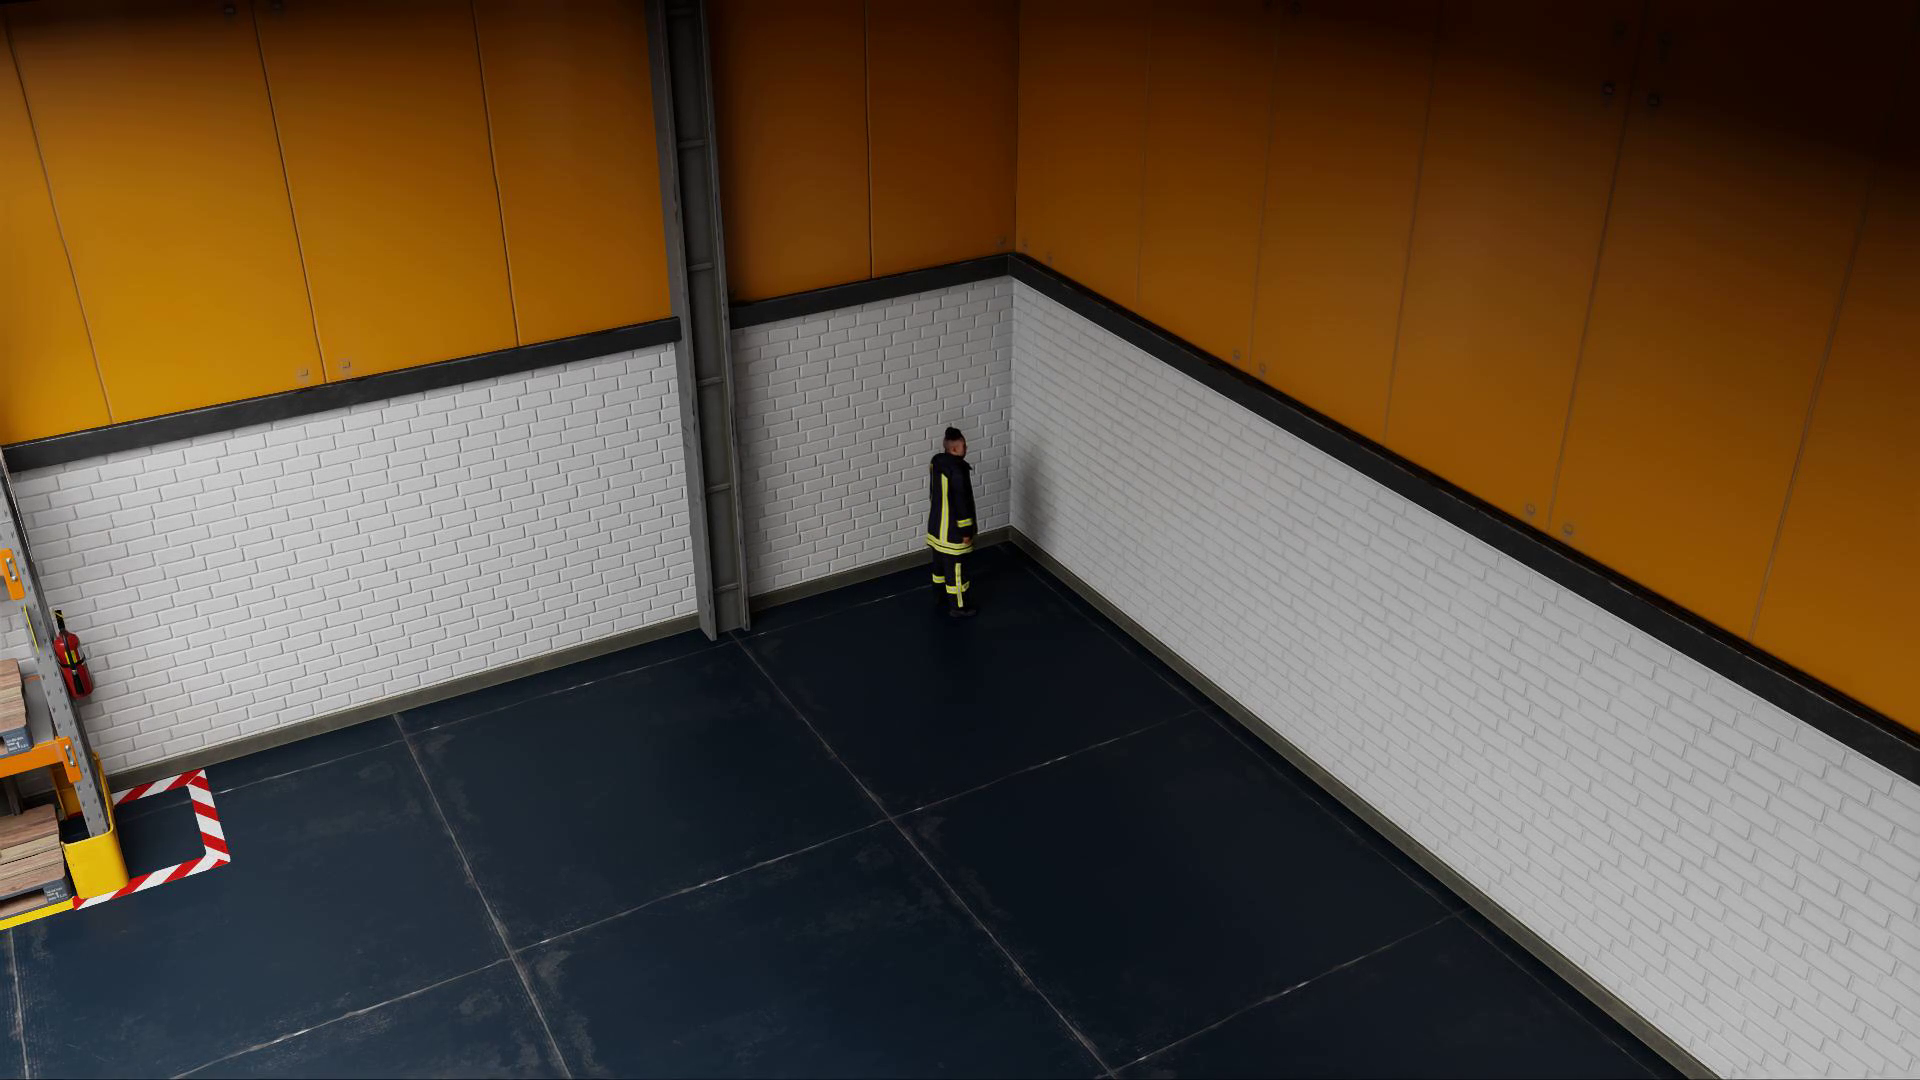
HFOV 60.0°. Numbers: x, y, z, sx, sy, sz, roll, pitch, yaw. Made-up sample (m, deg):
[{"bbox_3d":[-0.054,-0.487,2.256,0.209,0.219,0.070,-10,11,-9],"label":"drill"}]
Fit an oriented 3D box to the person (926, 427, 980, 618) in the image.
[{"bbox_3d":[-0.076,-0.191,15.274,0.668,1.868,0.735,-14,32,-24],"label":"person"}]
